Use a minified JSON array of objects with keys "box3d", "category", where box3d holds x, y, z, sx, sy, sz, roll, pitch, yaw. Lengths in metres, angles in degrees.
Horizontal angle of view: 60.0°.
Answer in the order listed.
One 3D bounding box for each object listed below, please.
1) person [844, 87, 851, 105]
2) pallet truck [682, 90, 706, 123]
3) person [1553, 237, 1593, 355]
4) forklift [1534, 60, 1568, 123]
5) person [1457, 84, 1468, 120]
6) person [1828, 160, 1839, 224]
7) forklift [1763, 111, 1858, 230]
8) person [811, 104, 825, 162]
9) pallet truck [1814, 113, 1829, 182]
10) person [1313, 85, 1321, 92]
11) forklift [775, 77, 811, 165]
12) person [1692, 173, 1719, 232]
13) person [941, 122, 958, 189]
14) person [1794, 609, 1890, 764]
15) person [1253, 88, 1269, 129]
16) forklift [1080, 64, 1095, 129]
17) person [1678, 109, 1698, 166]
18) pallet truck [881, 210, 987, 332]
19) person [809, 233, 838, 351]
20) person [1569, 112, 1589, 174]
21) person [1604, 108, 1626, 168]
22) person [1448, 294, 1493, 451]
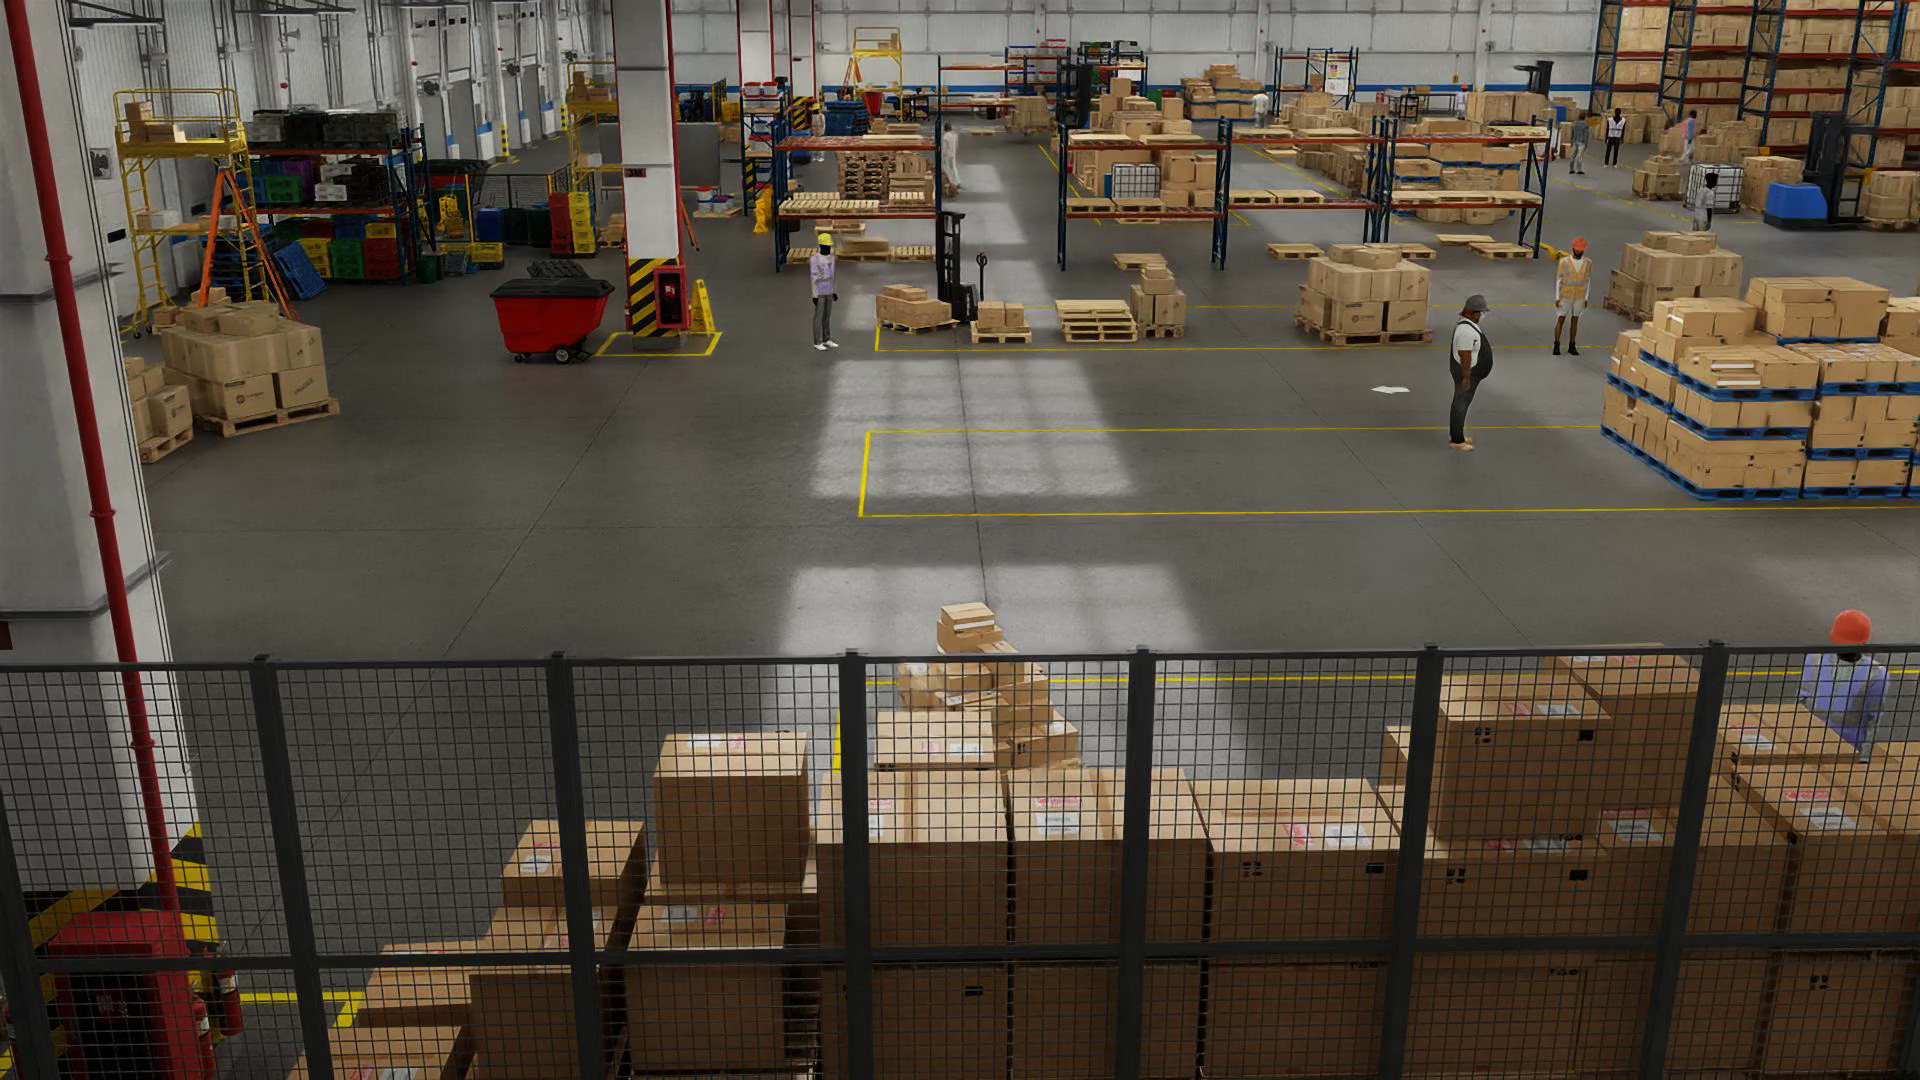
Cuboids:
[{"box3d":[-4.624,-17.683,68.152,0.316,1.697,0.542,-6,20,-18],"category":"person"},{"box3d":[-9.671,-15.907,62.421,0.823,1.965,1.885,5,19,15],"category":"pallet truck"},{"box3d":[9.986,-3.975,27.116,0.544,1.938,0.356,1,19,2],"category":"person"},{"box3d":[23.122,-17.605,66.097,1.873,2.768,1.129,-1,19,-2],"category":"forklift"},{"box3d":[20.050,-17.200,66.344,0.353,1.942,0.545,-10,21,-28],"category":"person"},{"box3d":[21.683,-8.649,41.466,0.514,1.627,0.327,7,20,20],"category":"person"},{"box3d":[21.028,-9.066,40.766,1.873,2.768,1.129,-1,19,-2],"category":"forklift"},{"box3d":[-4.811,-13.763,56.186,0.585,1.917,0.380,15,24,37],"category":"person"},{"box3d":[26.403,-11.957,50.702,0.823,1.965,1.885,6,19,16],"category":"pallet truck"},{"box3d":[13.888,-16.961,65.598,0.664,1.966,0.665,-17,25,-40],"category":"person"},{"box3d":[-5.920,-13.893,55.085,1.873,2.768,1.129,-1,19,-1],"category":"forklift"},{"box3d":[16.059,-6.946,35.911,0.398,1.956,0.604,0,19,-1],"category":"person"},{"box3d":[-0.329,-11.268,48.766,0.631,1.946,0.379,-16,24,-39],"category":"person"},{"box3d":[5.901,1.369,11.272,0.543,1.932,0.365,17,25,41],"category":"person"},{"box3d":[11.735,-16.671,64.889,0.642,1.881,1.051,6,19,16],"category":"person"},{"box3d":[4.802,-16.587,63.077,1.873,2.768,1.129,-1,19,-2],"category":"forklift"},{"box3d":[24.003,-13.224,54.718,0.434,1.830,0.653,3,19,10],"category":"person"},{"box3d":[-0.493,-4.759,29.349,1.885,1.965,0.823,-13,23,-34],"category":"pallet truck"},{"box3d":[-2.236,-4.125,27.576,0.388,1.927,0.589,12,22,32],"category":"person"},{"box3d":[19.538,-12.525,52.480,0.372,1.940,0.632,-13,23,-35],"category":"person"},{"box3d":[21.365,-13.123,54.285,0.593,1.920,0.391,5,19,14],"category":"person"},{"box3d":[6.654,-2.196,21.679,0.537,2.000,0.689,5,19,14],"category":"person"}]
